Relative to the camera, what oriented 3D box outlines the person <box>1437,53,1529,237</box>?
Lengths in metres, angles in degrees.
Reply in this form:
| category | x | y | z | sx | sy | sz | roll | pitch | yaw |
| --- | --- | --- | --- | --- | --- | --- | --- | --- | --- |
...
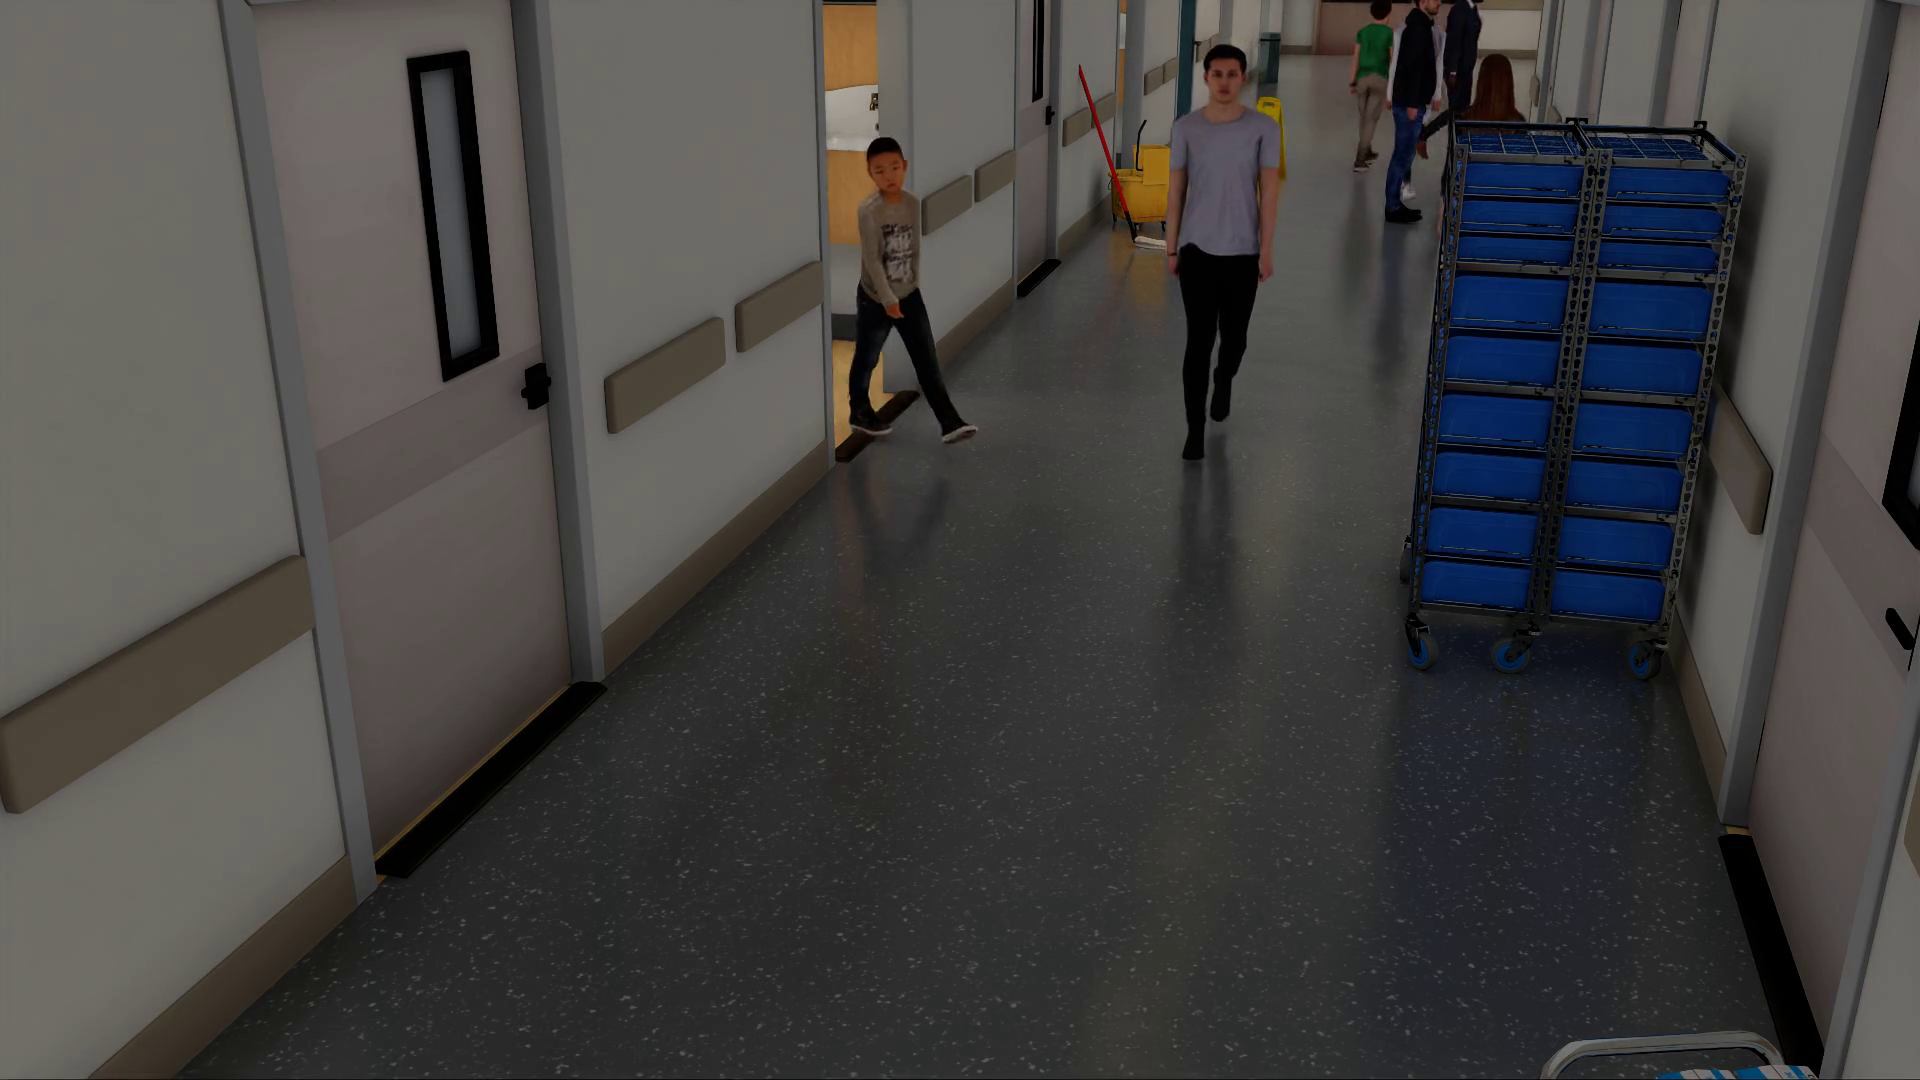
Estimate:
| category | x | y | z | sx | sy | sz | roll | pitch | yaw |
| --- | --- | --- | --- | --- | --- | --- | --- | --- | --- |
| person | 2.835 | -1.762 | 9.111 | 0.762 | 1.669 | 1.170 | 10 | 23 | 24 |

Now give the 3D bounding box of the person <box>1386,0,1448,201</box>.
| category | x | y | z | sx | sy | sz | roll | pitch | yaw |
| --- | --- | --- | --- | --- | --- | --- | --- | --- | --- |
| person | 3.988 | -3.905 | 14.664 | 0.797 | 1.743 | 1.196 | 1 | 21 | 1 |

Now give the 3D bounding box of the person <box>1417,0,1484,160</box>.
| category | x | y | z | sx | sy | sz | roll | pitch | yaw |
| --- | --- | --- | --- | --- | --- | --- | --- | --- | --- |
| person | 4.887 | -4.664 | 16.586 | 0.919 | 1.802 | 0.911 | 13 | 24 | 31 |

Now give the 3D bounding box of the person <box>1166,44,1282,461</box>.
| category | x | y | z | sx | sy | sz | roll | pitch | yaw |
| --- | --- | --- | --- | --- | --- | --- | --- | --- | --- |
| person | 1.225 | -1.341 | 7.766 | 0.727 | 1.835 | 1.148 | 3 | 21 | 8 |

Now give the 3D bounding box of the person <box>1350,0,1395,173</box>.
| category | x | y | z | sx | sy | sz | roll | pitch | yaw |
| --- | --- | --- | --- | --- | --- | --- | --- | --- | --- |
| person | 3.958 | -4.384 | 16.102 | 0.819 | 1.621 | 1.052 | 16 | 26 | 36 |

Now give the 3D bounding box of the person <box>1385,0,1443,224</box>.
| category | x | y | z | sx | sy | sz | roll | pitch | yaw |
| --- | --- | --- | --- | --- | --- | --- | --- | --- | --- |
| person | 3.668 | -3.566 | 13.562 | 0.727 | 1.890 | 0.490 | 5 | 21 | 12 |

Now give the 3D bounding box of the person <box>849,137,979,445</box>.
| category | x | y | z | sx | sy | sz | roll | pitch | yaw |
| --- | --- | --- | --- | --- | --- | --- | --- | --- | --- |
| person | -0.389 | -1.133 | 7.790 | 0.984 | 1.429 | 0.943 | -19 | 28 | -40 |
